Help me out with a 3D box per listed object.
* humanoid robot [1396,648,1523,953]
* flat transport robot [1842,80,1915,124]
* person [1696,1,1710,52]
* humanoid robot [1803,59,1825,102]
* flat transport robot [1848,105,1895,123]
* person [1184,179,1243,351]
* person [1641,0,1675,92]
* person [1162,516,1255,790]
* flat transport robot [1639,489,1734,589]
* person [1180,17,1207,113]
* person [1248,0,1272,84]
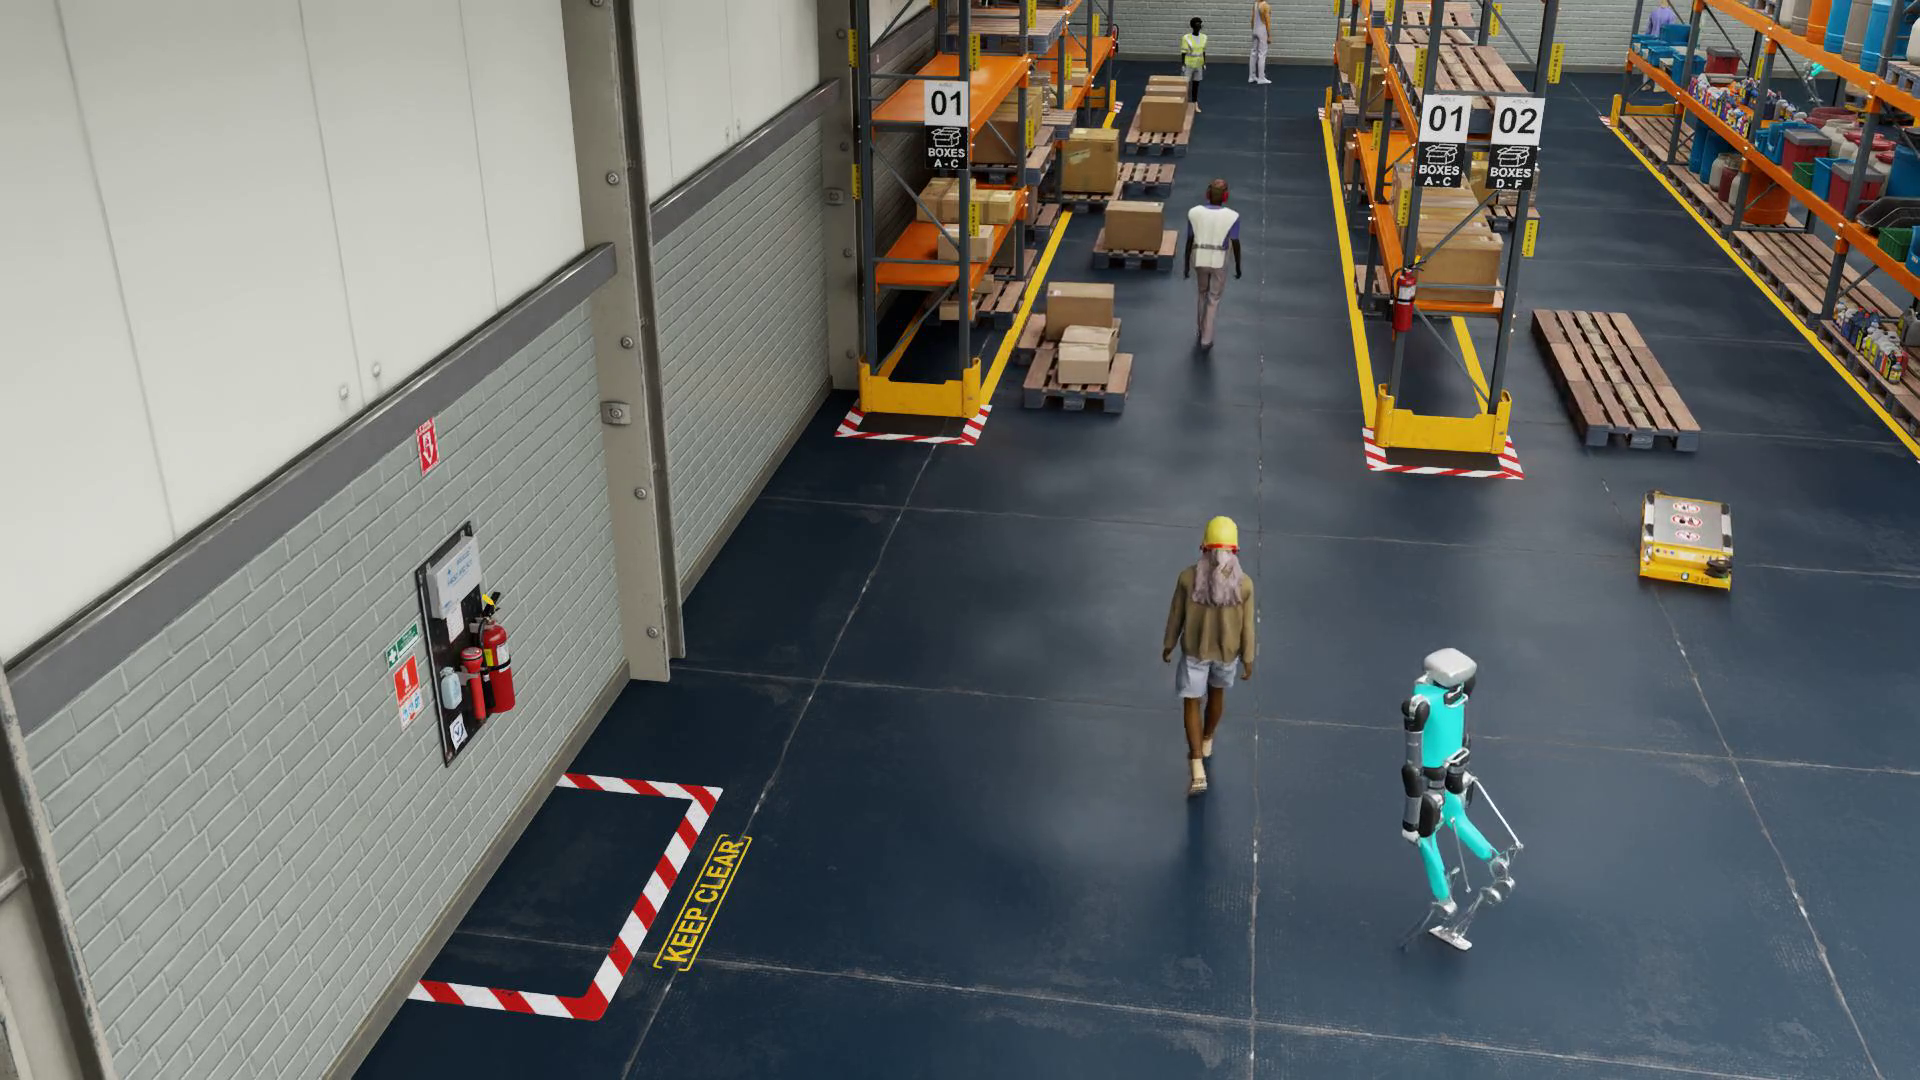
[{"bbox_3d":[2.605,1.470,8.548,0.541,1.835,0.746,-22,33,-38],"label":"humanoid robot"},{"bbox_3d":[16.458,-7.589,29.600,1.431,0.231,0.659,-2,25,-5],"label":"flat transport robot"},{"bbox_3d":[14.389,-9.788,32.563,0.404,1.750,0.525,9,27,19],"label":"person"},{"bbox_3d":[15.939,-8.985,30.814,0.679,1.761,0.537,-4,25,-9],"label":"humanoid robot"},{"bbox_3d":[16.533,-7.668,29.768,1.431,0.231,0.659,-11,27,-23],"label":"flat transport robot"},{"bbox_3d":[2.762,-2.985,17.915,0.586,1.811,0.776,13,28,25],"label":"person"},{"bbox_3d":[13.443,-9.557,32.007,0.394,1.797,0.594,-20,31,-36],"label":"person"},{"bbox_3d":[1.523,0.681,10.169,0.550,1.738,0.806,2,25,5],"label":"person"},{"bbox_3d":[5.846,-0.022,13.405,0.659,0.231,1.431,9,27,19],"label":"flat transport robot"},{"bbox_3d":[4.199,-8.542,29.951,0.529,1.697,0.321,-11,27,-21],"label":"person"},{"bbox_3d":[5.970,-9.977,32.829,0.373,1.863,0.505,-15,29,-29],"label":"person"}]
